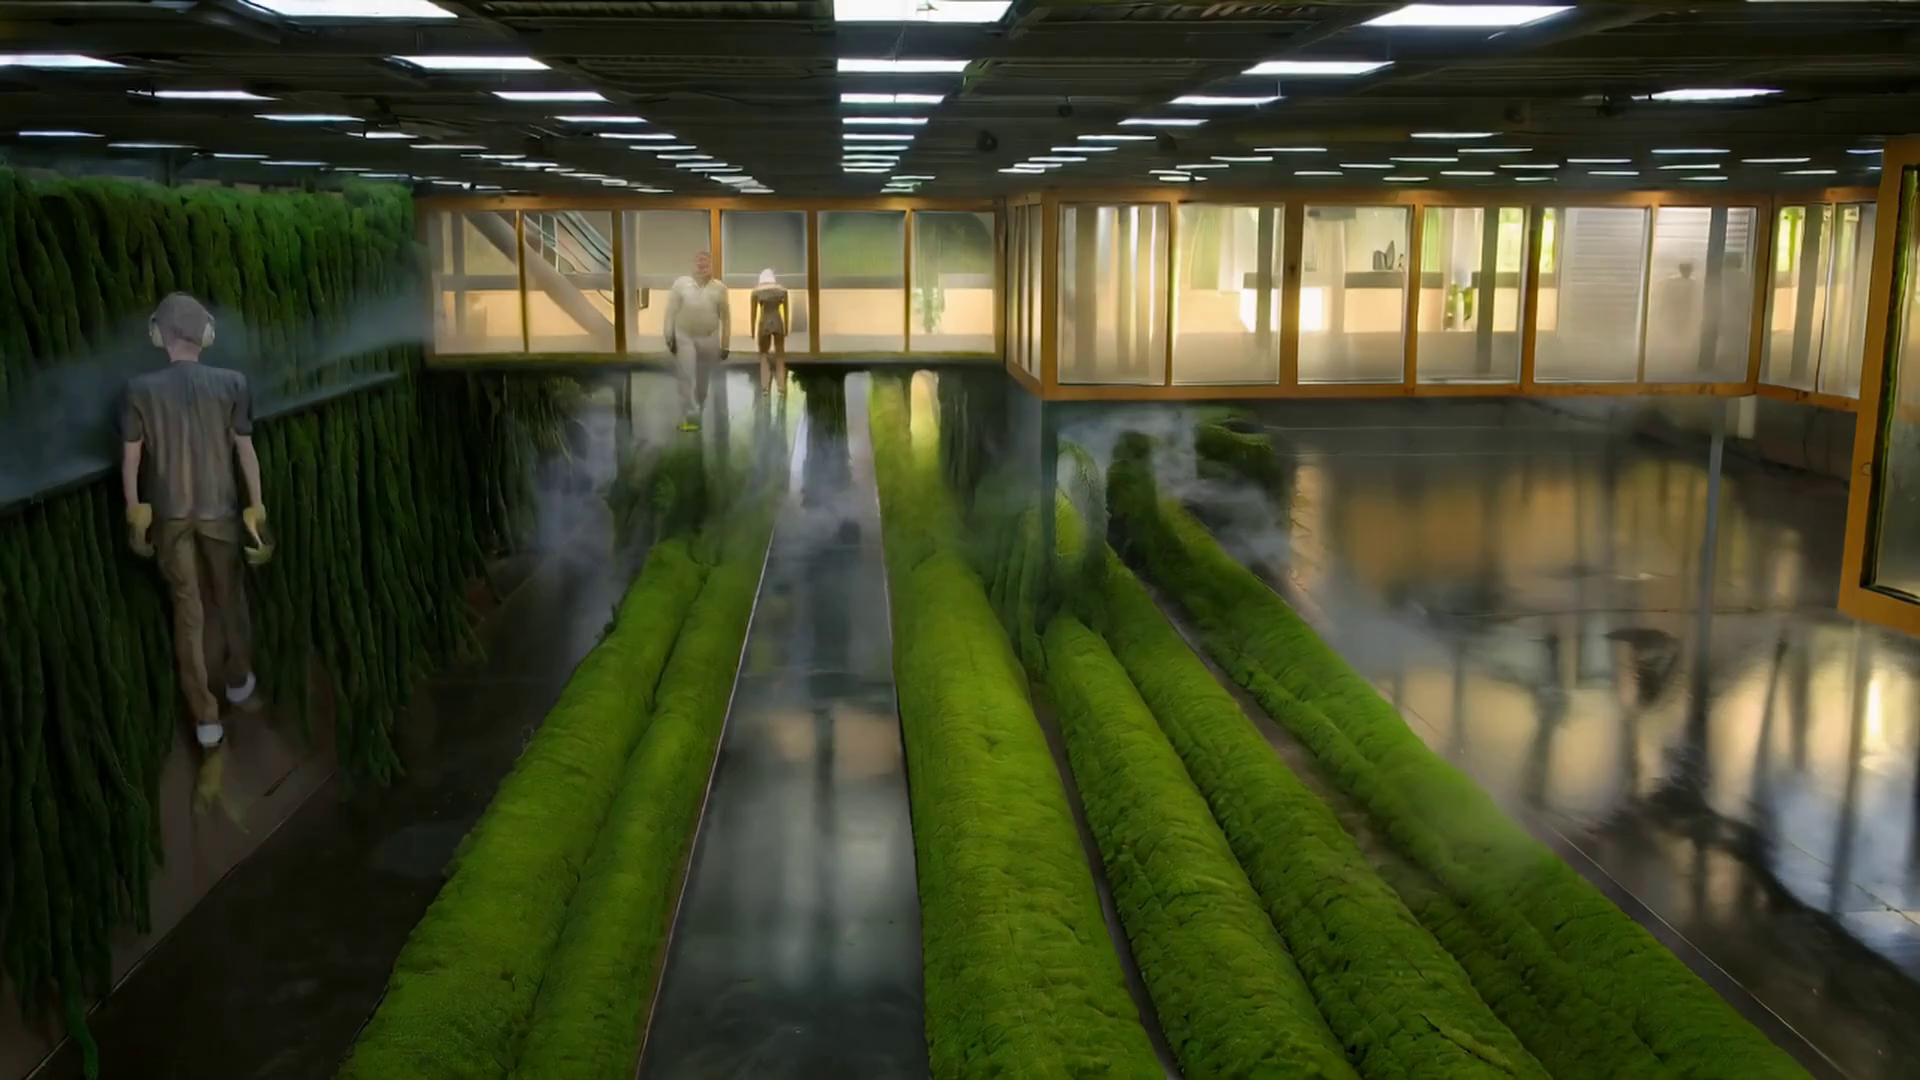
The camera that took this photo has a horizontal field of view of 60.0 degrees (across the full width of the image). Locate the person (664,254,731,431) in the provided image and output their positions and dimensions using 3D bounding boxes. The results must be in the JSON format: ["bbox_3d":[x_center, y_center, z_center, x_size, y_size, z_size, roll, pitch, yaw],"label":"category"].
[{"bbox_3d":[-2.763,-2.081,17.566,0.663,1.846,0.821,-4,11,-20],"label":"person"}]

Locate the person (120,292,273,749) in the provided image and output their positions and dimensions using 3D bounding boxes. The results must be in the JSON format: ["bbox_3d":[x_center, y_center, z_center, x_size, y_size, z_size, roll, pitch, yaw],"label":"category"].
[{"bbox_3d":[-3.190,-0.106,6.964,0.558,1.829,0.914,-4,11,-21],"label":"person"}]

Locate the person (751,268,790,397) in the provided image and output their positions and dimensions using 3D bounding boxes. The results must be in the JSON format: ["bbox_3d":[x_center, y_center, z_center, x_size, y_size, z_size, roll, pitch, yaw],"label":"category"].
[{"bbox_3d":[-2.398,-2.623,21.070,0.500,1.633,0.283,-4,11,-19],"label":"person"}]
